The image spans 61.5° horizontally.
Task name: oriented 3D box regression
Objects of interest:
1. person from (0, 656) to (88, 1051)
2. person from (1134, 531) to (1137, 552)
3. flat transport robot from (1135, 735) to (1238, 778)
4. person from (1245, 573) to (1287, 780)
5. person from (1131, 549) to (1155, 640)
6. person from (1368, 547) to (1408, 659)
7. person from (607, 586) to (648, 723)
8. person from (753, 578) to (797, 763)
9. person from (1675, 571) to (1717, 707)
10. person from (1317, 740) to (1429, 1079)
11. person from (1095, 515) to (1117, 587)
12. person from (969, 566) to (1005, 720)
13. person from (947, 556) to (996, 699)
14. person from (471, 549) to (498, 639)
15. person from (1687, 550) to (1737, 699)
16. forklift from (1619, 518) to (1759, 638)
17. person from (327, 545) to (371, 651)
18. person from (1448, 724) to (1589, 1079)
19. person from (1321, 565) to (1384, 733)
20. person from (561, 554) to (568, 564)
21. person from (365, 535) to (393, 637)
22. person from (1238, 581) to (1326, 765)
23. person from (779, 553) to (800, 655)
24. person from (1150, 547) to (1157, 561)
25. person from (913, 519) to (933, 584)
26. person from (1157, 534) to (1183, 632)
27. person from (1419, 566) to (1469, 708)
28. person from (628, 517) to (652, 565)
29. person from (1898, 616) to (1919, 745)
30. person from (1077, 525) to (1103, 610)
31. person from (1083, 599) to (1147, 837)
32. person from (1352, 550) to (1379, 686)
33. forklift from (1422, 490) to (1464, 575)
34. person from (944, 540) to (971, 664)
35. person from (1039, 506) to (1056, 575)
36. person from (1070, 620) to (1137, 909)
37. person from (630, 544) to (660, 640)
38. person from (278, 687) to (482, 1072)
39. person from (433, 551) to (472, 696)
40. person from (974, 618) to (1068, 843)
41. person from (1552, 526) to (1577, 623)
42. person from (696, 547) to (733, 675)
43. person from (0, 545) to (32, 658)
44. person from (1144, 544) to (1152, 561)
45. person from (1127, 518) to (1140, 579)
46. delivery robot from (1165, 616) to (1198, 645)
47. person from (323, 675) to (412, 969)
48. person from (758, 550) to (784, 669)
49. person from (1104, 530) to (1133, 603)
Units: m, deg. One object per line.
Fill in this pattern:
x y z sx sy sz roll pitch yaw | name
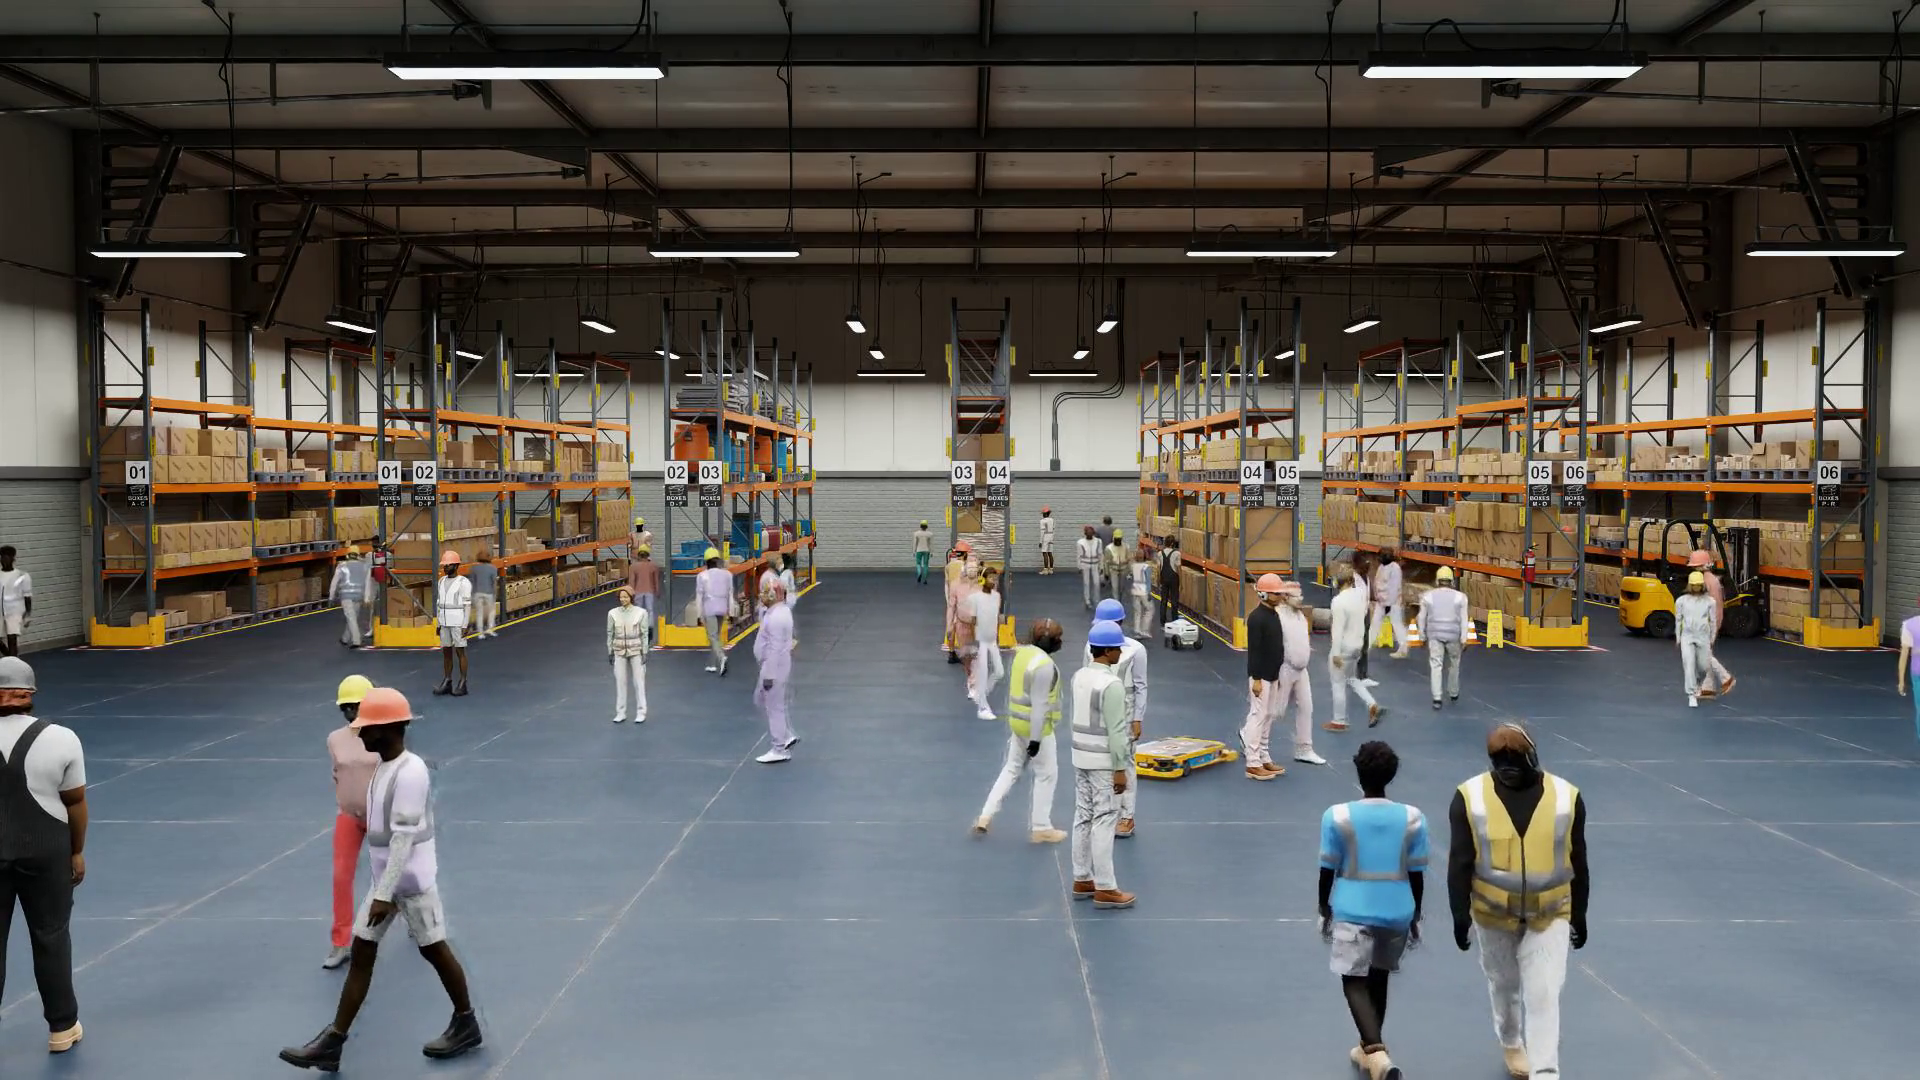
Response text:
-4.834 1.615 8.257 0.675 2.000 0.536 -1 3 -25 | person
5.327 0.251 47.148 0.506 1.630 0.268 -1 2 -20 | person
2.166 2.170 16.243 0.652 0.197 1.431 2 3 37 | flat transport robot
3.002 1.318 15.775 0.396 1.992 0.619 1 3 30 | person
3.286 0.972 28.894 0.436 1.625 0.548 -1 3 -33 | person
6.786 1.012 25.934 0.941 1.791 0.657 0 2 -11 | person
-3.955 1.361 19.238 0.508 1.628 0.320 0 2 6 | person
-1.935 1.332 16.555 0.432 1.894 0.654 0 2 -3 | person
9.448 1.254 20.759 0.490 1.727 0.594 1 2 16 | person
1.987 1.804 7.708 0.529 1.671 0.783 0 2 -2 | person
3.888 0.291 42.831 0.628 1.904 0.991 0 2 8 | person
0.308 1.240 19.544 0.508 1.856 0.424 -2 3 -39 | person
0.162 1.145 21.625 0.646 1.881 0.868 0 2 12 | person
-8.579 0.974 29.183 0.502 1.615 0.558 0 2 0 | person
9.816 1.115 21.209 0.544 1.966 0.661 0 2 6 | person
13.417 0.684 29.791 2.313 2.155 1.214 0 2 0 | forklift
-10.286 0.978 27.255 0.981 1.764 0.595 2 3 42 | person
2.637 1.749 7.644 0.639 1.790 0.969 1 2 15 | person
4.464 1.248 18.442 0.615 1.924 0.641 2 3 45 | person
-10.803 0.216 43.531 0.608 1.995 0.377 1 2 14 | person
-10.613 0.838 29.471 0.534 1.864 0.310 0 2 -1 | person
3.313 1.350 16.639 0.846 1.881 0.660 2 3 42 | person
-2.855 1.046 26.419 0.363 1.682 0.548 0 2 5 | person
5.250 0.243 44.802 0.981 1.834 0.591 0 2 3 | person
-0.997 0.318 43.917 0.560 1.748 0.404 0 2 0 | person
3.960 0.814 30.396 0.525 1.842 0.339 2 3 34 | person
6.181 1.231 20.635 0.615 1.778 0.939 1 2 21 | person
-7.820 0.412 39.413 0.587 1.928 0.363 0 2 -2 | person
9.862 1.397 16.387 0.584 1.805 0.991 1 3 30 | person
2.866 0.606 35.336 0.583 1.856 0.766 0 2 -5 | person
1.244 1.446 13.264 0.602 1.938 0.402 2 3 37 | person
5.562 1.088 22.608 0.554 1.905 0.621 2 3 36 | person
13.926 -0.371 47.846 1.873 2.768 1.129 0 2 0 | forklift
0.024 0.969 25.315 0.551 1.932 0.378 2 3 40 | person
2.562 0.017 47.889 0.366 2.047 0.608 2 3 41 | person
0.977 1.525 11.139 0.406 1.947 0.607 -1 2 -24 | person
-5.561 0.941 28.464 0.527 1.748 0.574 0 2 -8 | person
-2.837 1.680 8.033 0.986 1.886 0.561 -2 3 -39 | person
-6.819 1.112 21.669 0.543 1.938 0.356 1 2 24 | person
0.487 1.529 12.973 0.711 1.806 0.648 -1 2 -20 | person
12.125 0.689 32.310 0.551 1.936 0.356 0 2 -1 | person
-3.611 1.050 23.928 0.585 1.892 0.855 -2 3 -36 | person
-13.737 1.040 23.307 0.642 1.951 0.594 0 2 -12 | person
5.202 0.217 44.582 0.405 1.911 0.636 0 2 12 | person
4.983 0.227 45.531 0.818 1.832 0.574 -1 2 -19 | person
3.773 1.536 27.518 0.477 0.478 0.707 -1 2 -18 | delivery robot
-3.633 1.677 9.990 0.518 1.733 0.849 0 2 8 | person
-2.537 1.107 21.816 0.356 1.940 0.634 0 2 2 | person
3.418 0.670 34.764 0.600 1.789 0.926 0 2 -6 | person
